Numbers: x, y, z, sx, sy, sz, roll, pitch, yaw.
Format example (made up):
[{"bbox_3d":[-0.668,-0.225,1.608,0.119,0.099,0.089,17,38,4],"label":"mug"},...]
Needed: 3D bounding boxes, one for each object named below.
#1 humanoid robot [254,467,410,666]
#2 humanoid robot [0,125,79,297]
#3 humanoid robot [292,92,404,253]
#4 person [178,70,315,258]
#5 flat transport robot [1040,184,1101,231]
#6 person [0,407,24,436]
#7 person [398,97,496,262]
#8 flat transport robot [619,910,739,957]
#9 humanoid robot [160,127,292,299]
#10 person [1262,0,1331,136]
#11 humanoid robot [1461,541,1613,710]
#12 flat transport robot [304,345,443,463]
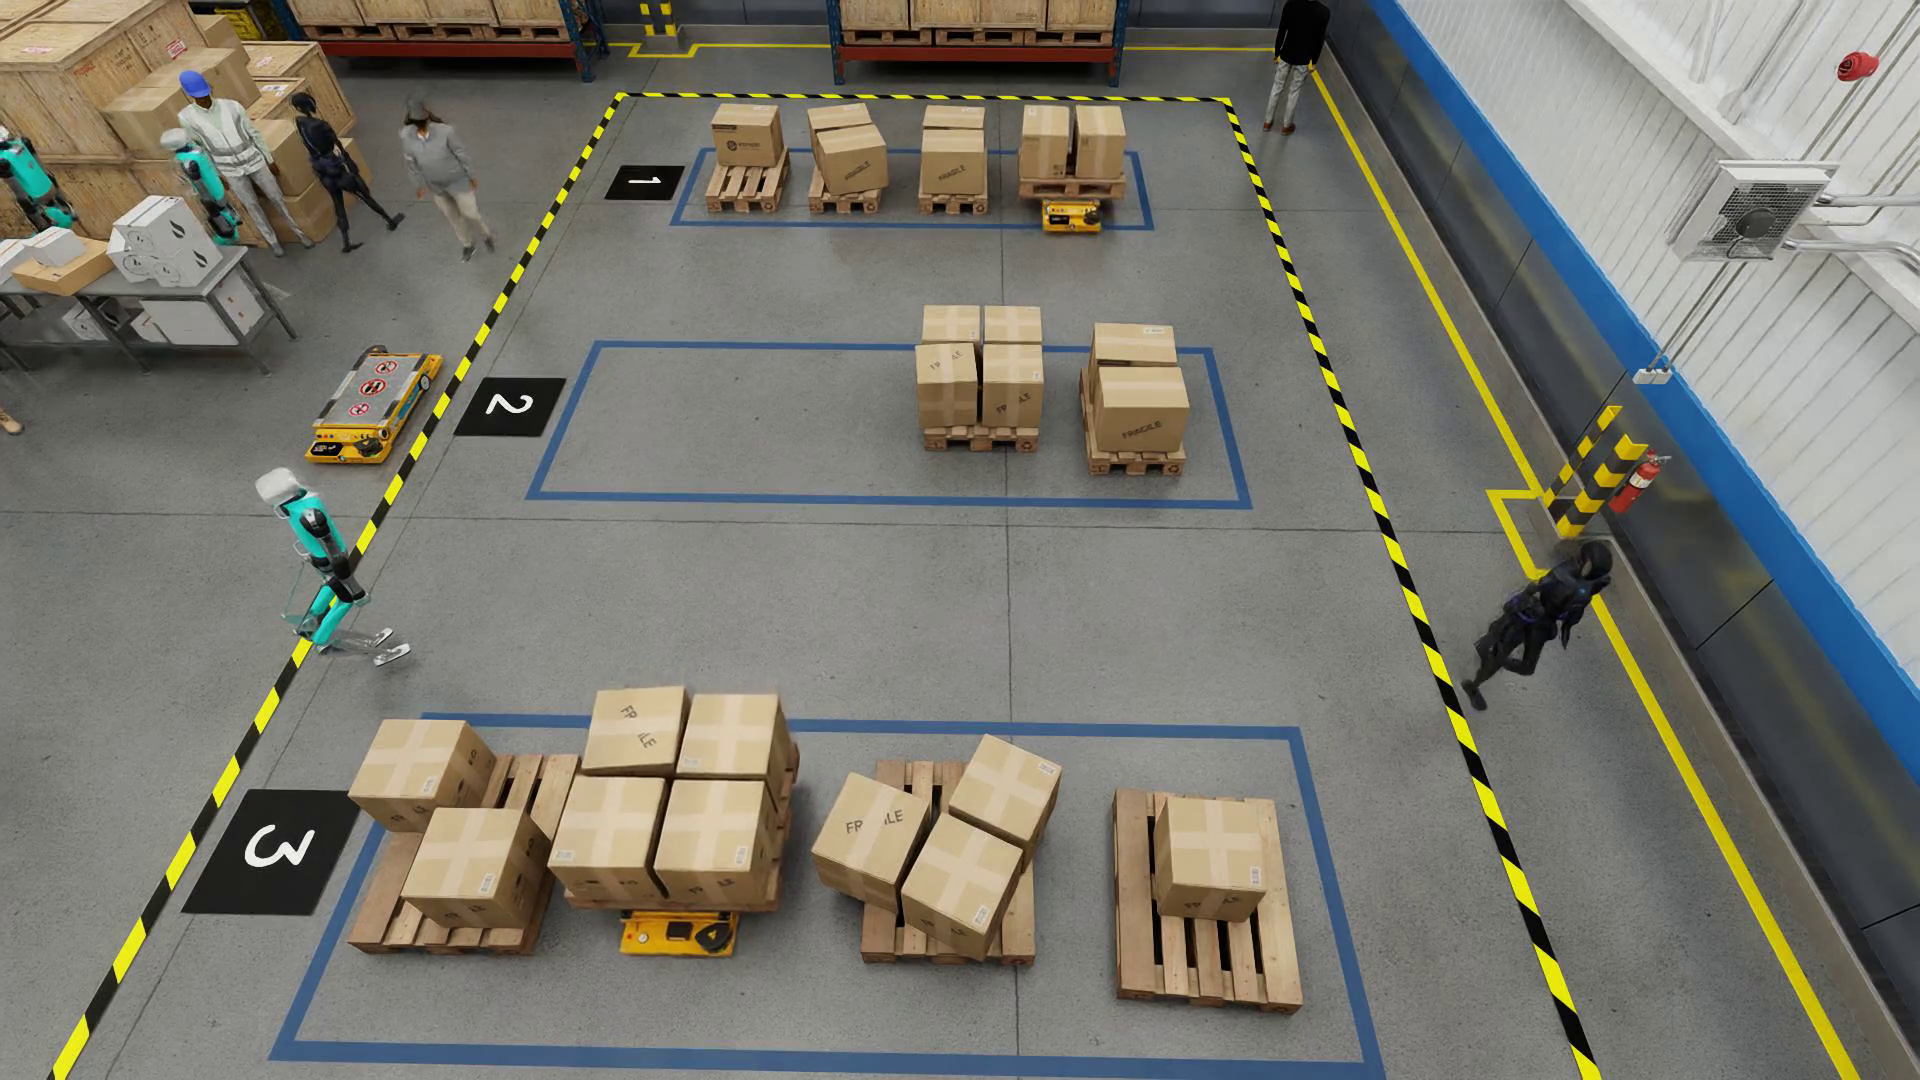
[{"bbox_3d":[-4.293,0.302,6.061,0.533,1.677,0.735,35,58,26],"label":"humanoid robot"},{"bbox_3d":[-9.332,-3.213,9.133,0.962,1.771,0.555,-5,50,-5],"label":"humanoid robot"},{"bbox_3d":[-6.693,-3.964,9.831,0.589,1.623,0.794,15,51,13],"label":"humanoid robot"},{"bbox_3d":[-7.497,-3.913,9.586,0.602,1.939,0.411,-31,56,-23],"label":"person"},{"bbox_3d":[1.286,-4.124,10.839,0.652,0.197,1.431,1,50,1],"label":"flat transport robot"},{"bbox_3d":[-8.752,-1.598,7.558,0.371,2.042,0.613,33,57,25],"label":"person"},{"bbox_3d":[-5.360,-3.723,9.544,0.611,1.754,0.428,-3,50,-3],"label":"person"},{"bbox_3d":[-1.656,1.846,5.787,0.652,0.197,1.431,1,50,1],"label":"flat transport robot"},{"bbox_3d":[-7.442,-3.103,9.044,0.775,1.800,0.536,-19,52,-15],"label":"humanoid robot"},{"bbox_3d":[4.181,-6.016,11.400,0.588,1.884,0.357,25,54,20],"label":"person"},{"bbox_3d":[3.709,0.515,6.008,0.611,1.641,0.425,-6,50,-5],"label":"humanoid robot"},{"bbox_3d":[-5.383,-1.269,8.441,0.659,0.231,1.431,1,50,1],"label":"flat transport robot"}]
